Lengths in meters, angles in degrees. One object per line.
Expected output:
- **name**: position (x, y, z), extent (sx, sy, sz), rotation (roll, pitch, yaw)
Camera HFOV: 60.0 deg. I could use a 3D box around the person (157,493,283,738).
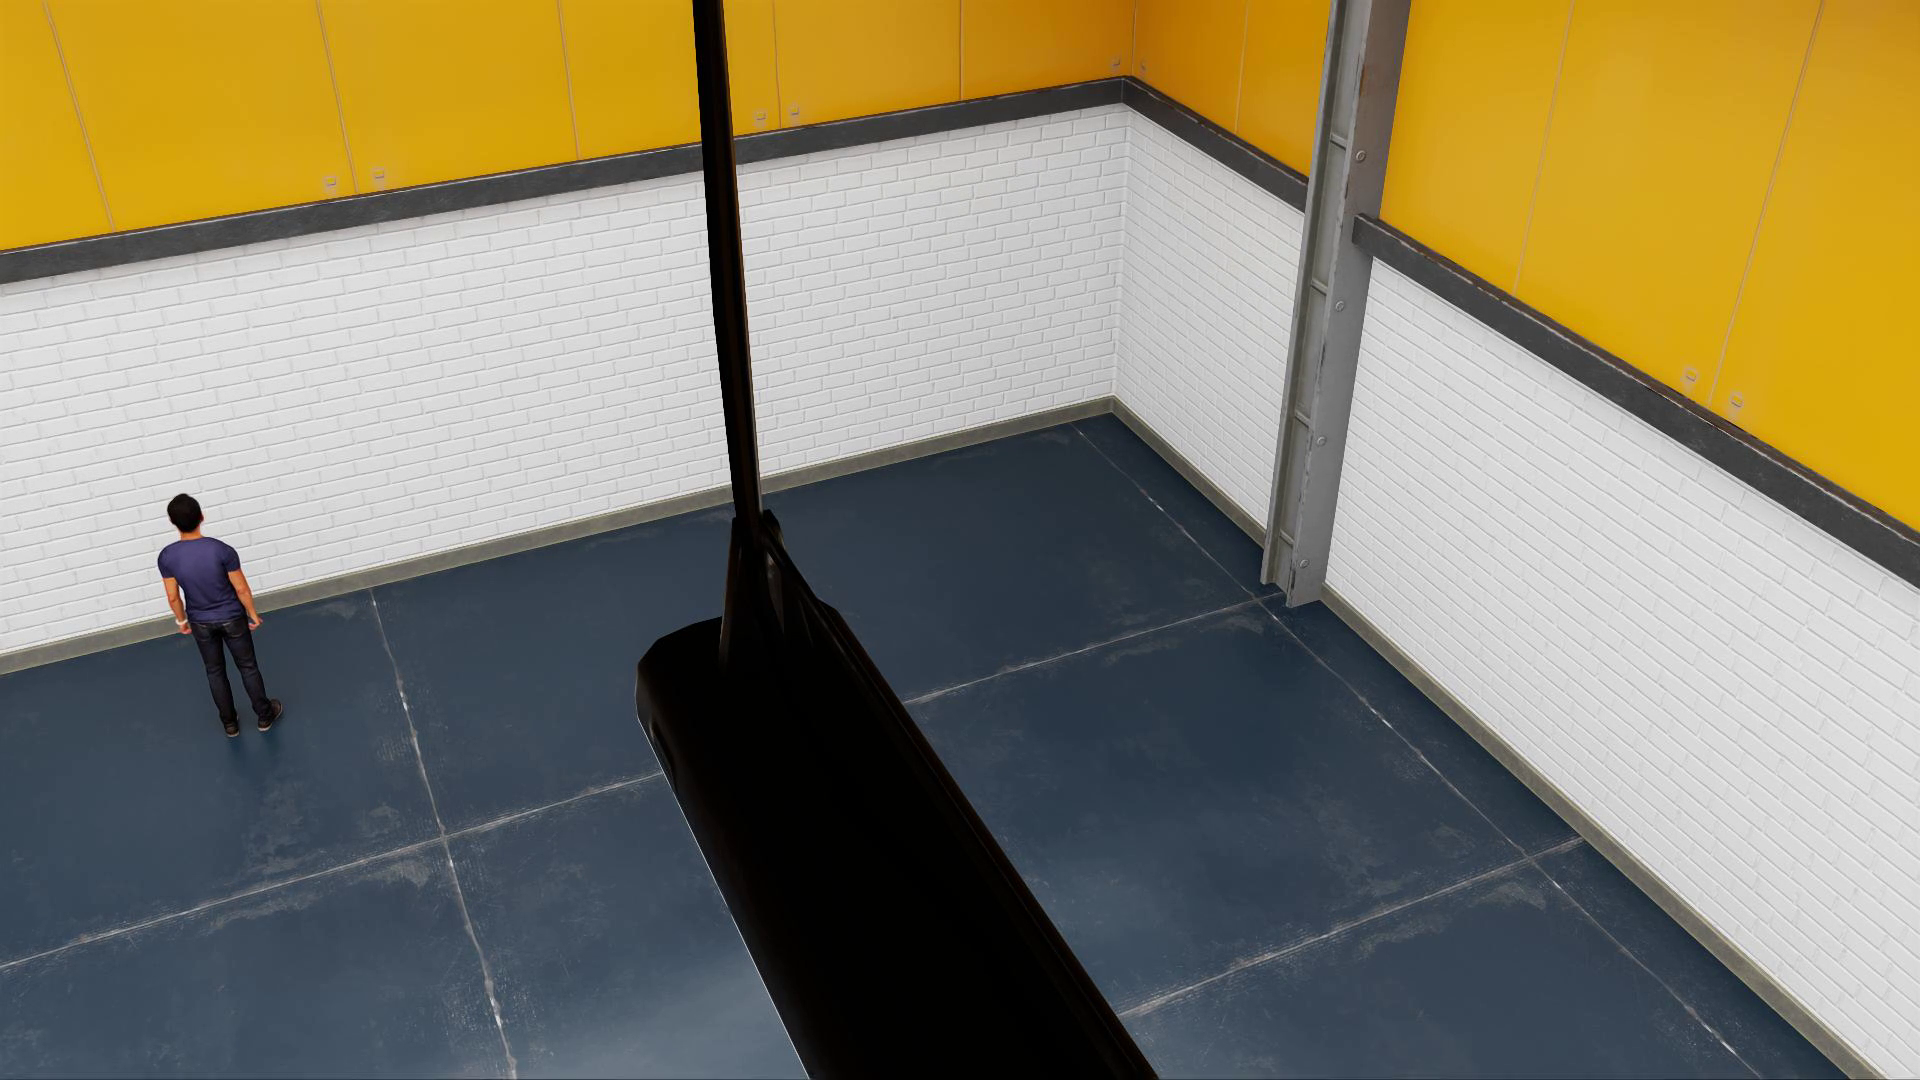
- **person**: position (-4.817, 0.501, 10.763), extent (0.690, 1.790, 0.578), rotation (-8, 35, -12)
